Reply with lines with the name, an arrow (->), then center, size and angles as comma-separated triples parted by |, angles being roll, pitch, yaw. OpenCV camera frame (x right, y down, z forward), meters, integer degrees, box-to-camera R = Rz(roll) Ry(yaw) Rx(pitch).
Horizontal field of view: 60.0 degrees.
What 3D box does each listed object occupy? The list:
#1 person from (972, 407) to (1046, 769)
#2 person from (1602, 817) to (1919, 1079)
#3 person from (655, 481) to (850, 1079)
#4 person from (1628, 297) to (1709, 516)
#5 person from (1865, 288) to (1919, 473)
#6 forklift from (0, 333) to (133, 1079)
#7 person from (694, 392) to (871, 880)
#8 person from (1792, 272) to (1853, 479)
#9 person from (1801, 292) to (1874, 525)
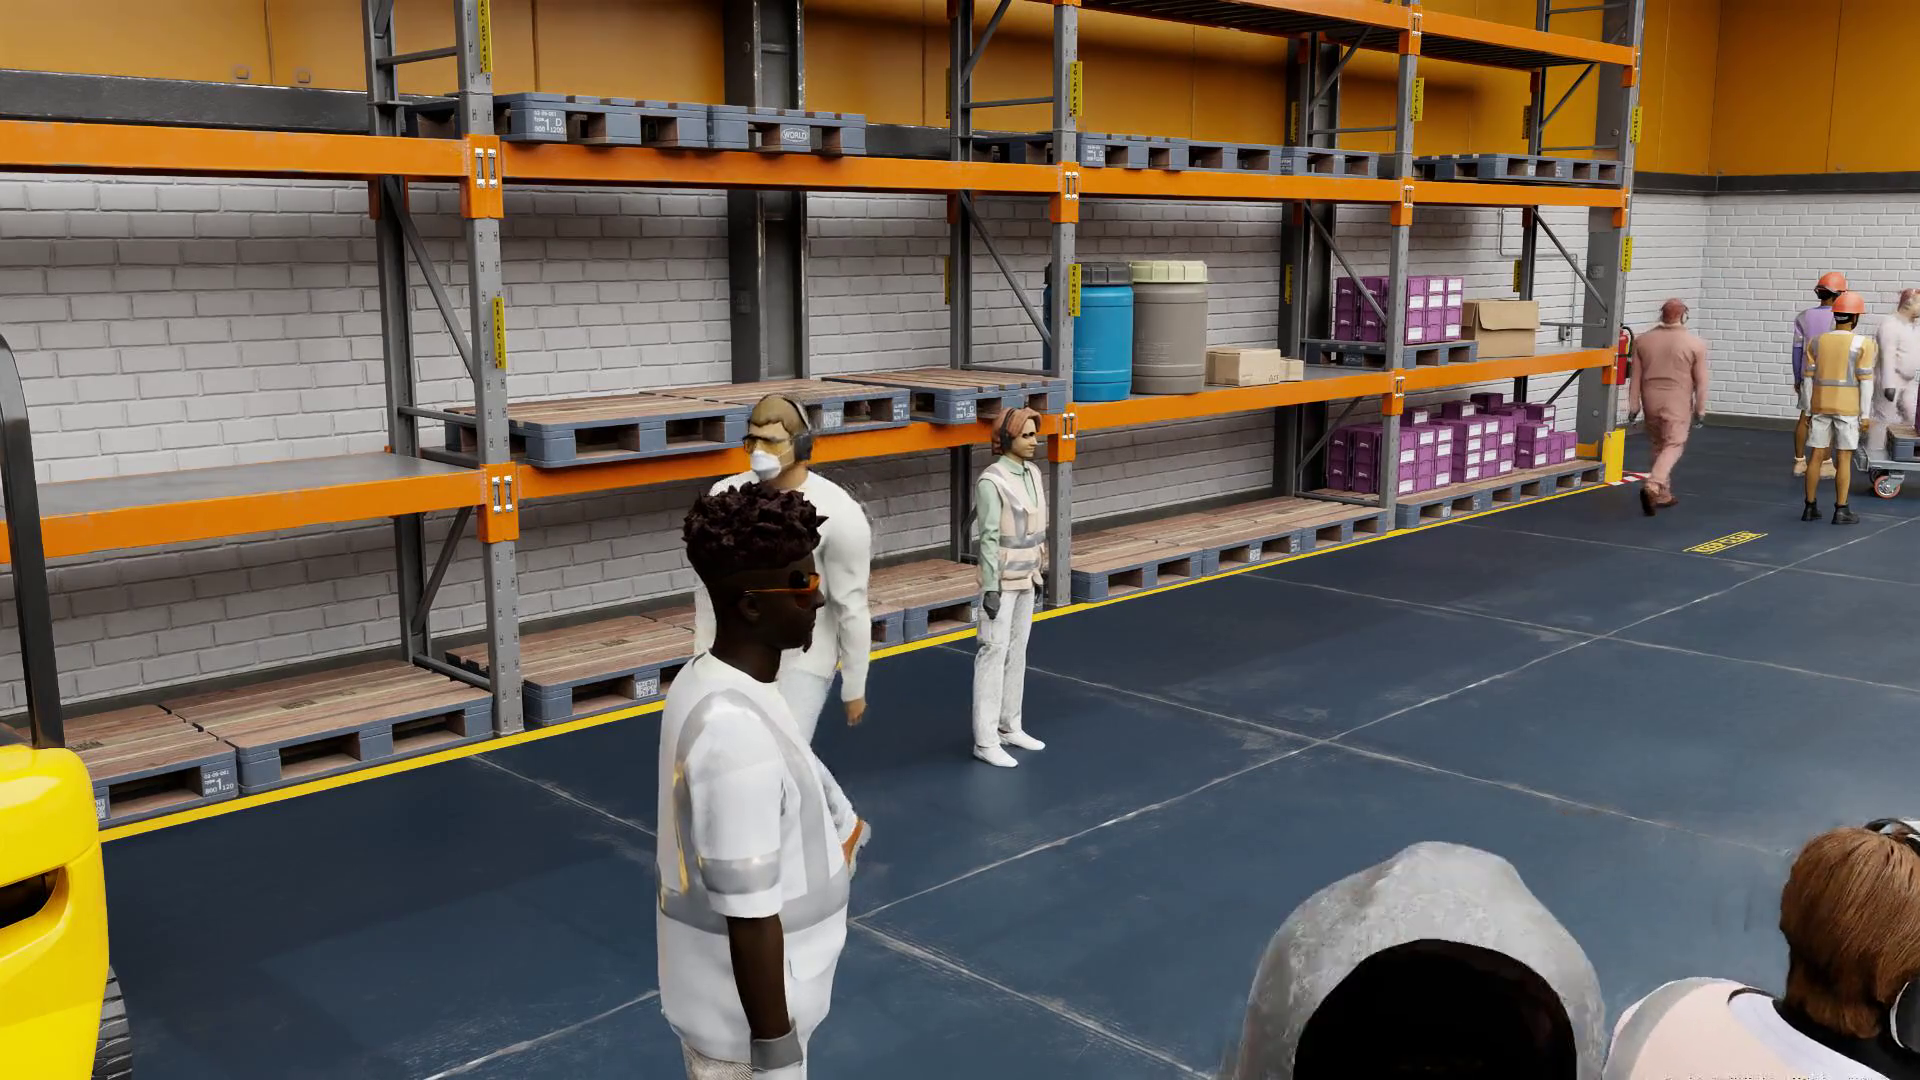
person -> 0.232, 0.205, 7.619 | 0.312, 1.639, 0.520 | 5, 12, 27
person -> 1.021, 1.173, 1.930 | 0.942, 1.789, 0.625 | -2, 11, -13
person -> -0.389, 0.858, 3.168 | 0.368, 1.966, 0.603 | -3, 11, -15
person -> 6.120, -1.163, 14.437 | 0.871, 1.882, 0.657 | -9, 14, -42
person -> 9.395, -1.573, 16.665 | 0.707, 1.880, 0.472 | -7, 12, -32
forklift -> -3.289, 0.485, 4.582 | 1.214, 2.155, 2.313 | -10, 14, -44
person -> -0.561, 0.426, 5.732 | 0.627, 1.905, 1.005 | 7, 12, 33
person -> 8.567, -1.628, 16.509 | 0.381, 2.045, 0.605 | -6, 12, -31
person -> 7.337, -1.096, 13.901 | 0.357, 1.937, 0.550 | -8, 13, -39
